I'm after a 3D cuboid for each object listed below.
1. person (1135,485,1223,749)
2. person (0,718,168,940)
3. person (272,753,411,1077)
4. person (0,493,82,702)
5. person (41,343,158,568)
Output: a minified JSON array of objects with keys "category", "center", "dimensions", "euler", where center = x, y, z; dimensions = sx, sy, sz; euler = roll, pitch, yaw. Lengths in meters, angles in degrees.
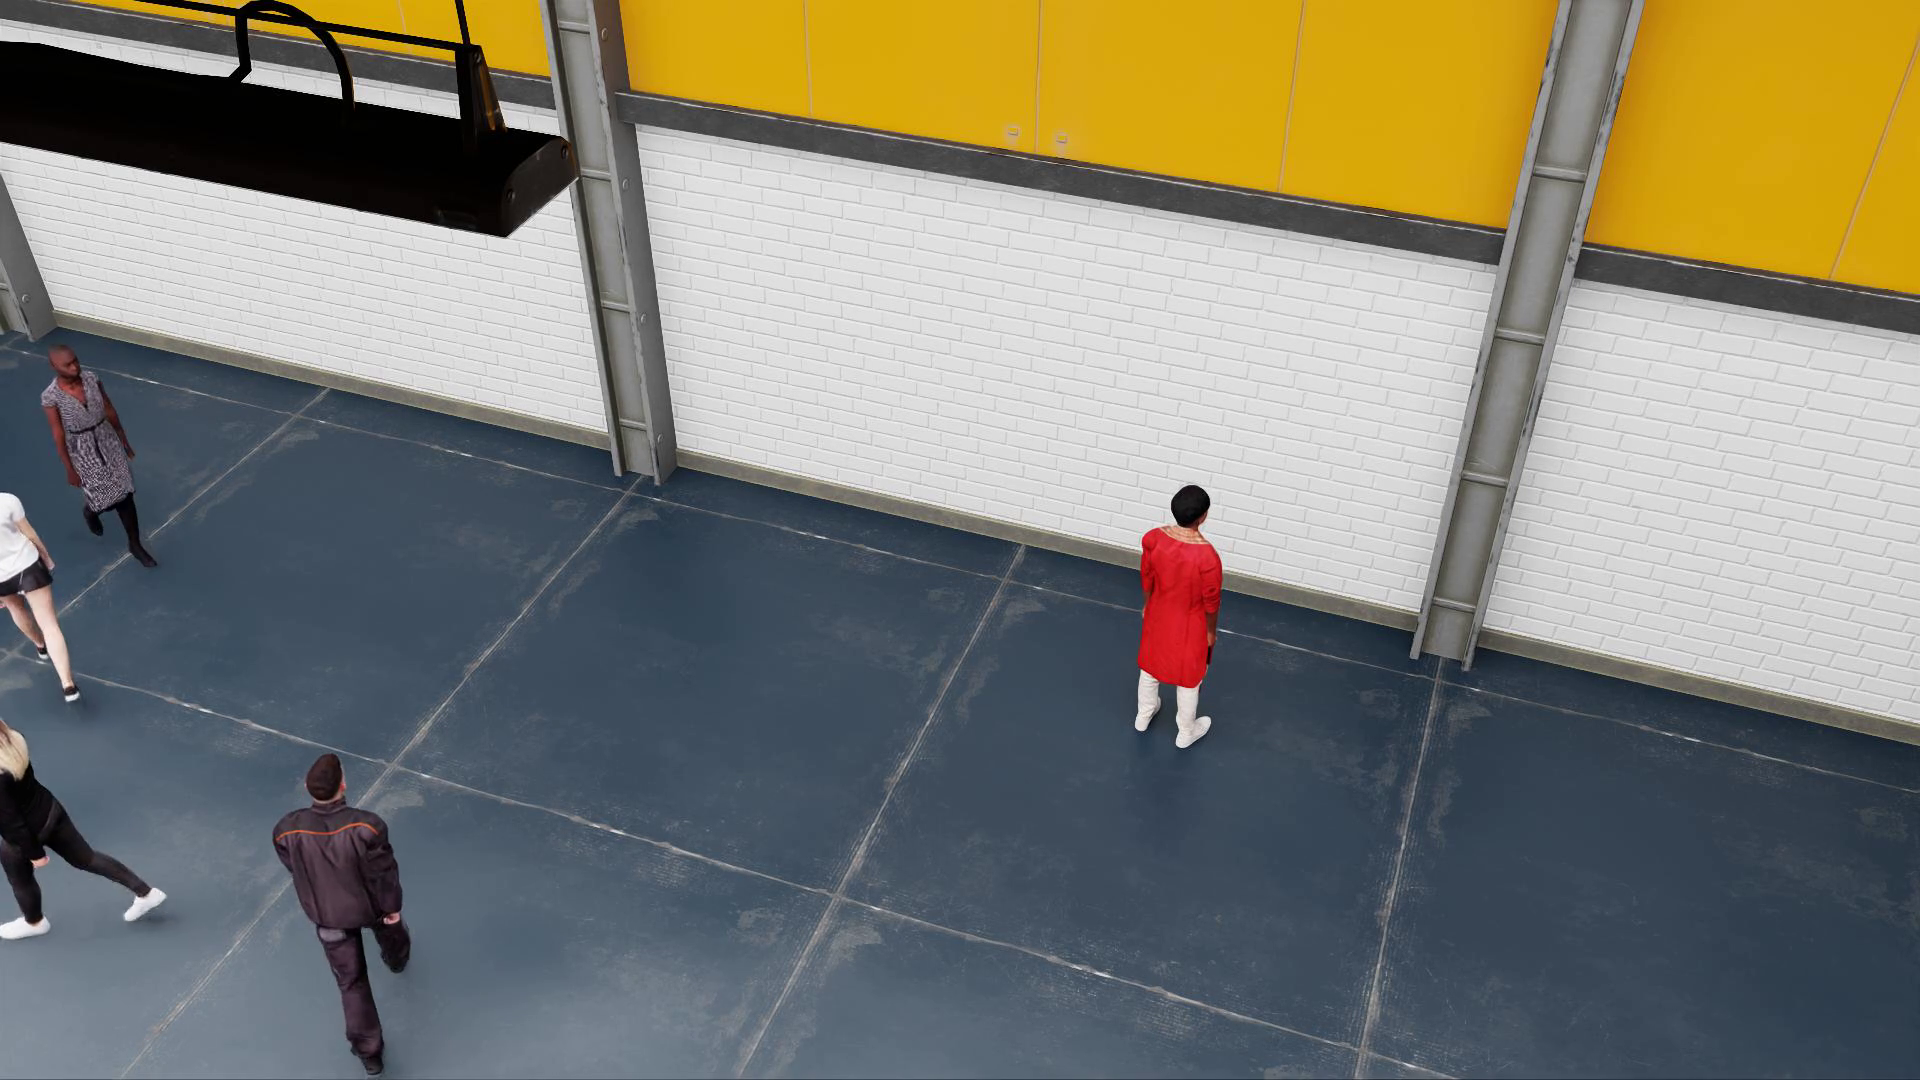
[{"category":"person","center":[1.312,0.461,9.984],"dimensions":[0.631,1.884,0.801],"euler":[24,44,27]},{"category":"person","center":[-4.812,1.522,8.844],"dimensions":[1.225,1.648,0.986],"euler":[-5,39,-6]},{"category":"person","center":[-3.048,1.868,8.279],"dimensions":[1.280,1.812,1.202],"euler":[-8,39,-9]},{"category":"person","center":[-5.852,0.275,10.355],"dimensions":[1.055,1.711,1.213],"euler":[-22,43,-25]},{"category":"person","center":[-5.953,-0.579,11.373],"dimensions":[0.868,1.776,0.694],"euler":[18,42,21]}]
